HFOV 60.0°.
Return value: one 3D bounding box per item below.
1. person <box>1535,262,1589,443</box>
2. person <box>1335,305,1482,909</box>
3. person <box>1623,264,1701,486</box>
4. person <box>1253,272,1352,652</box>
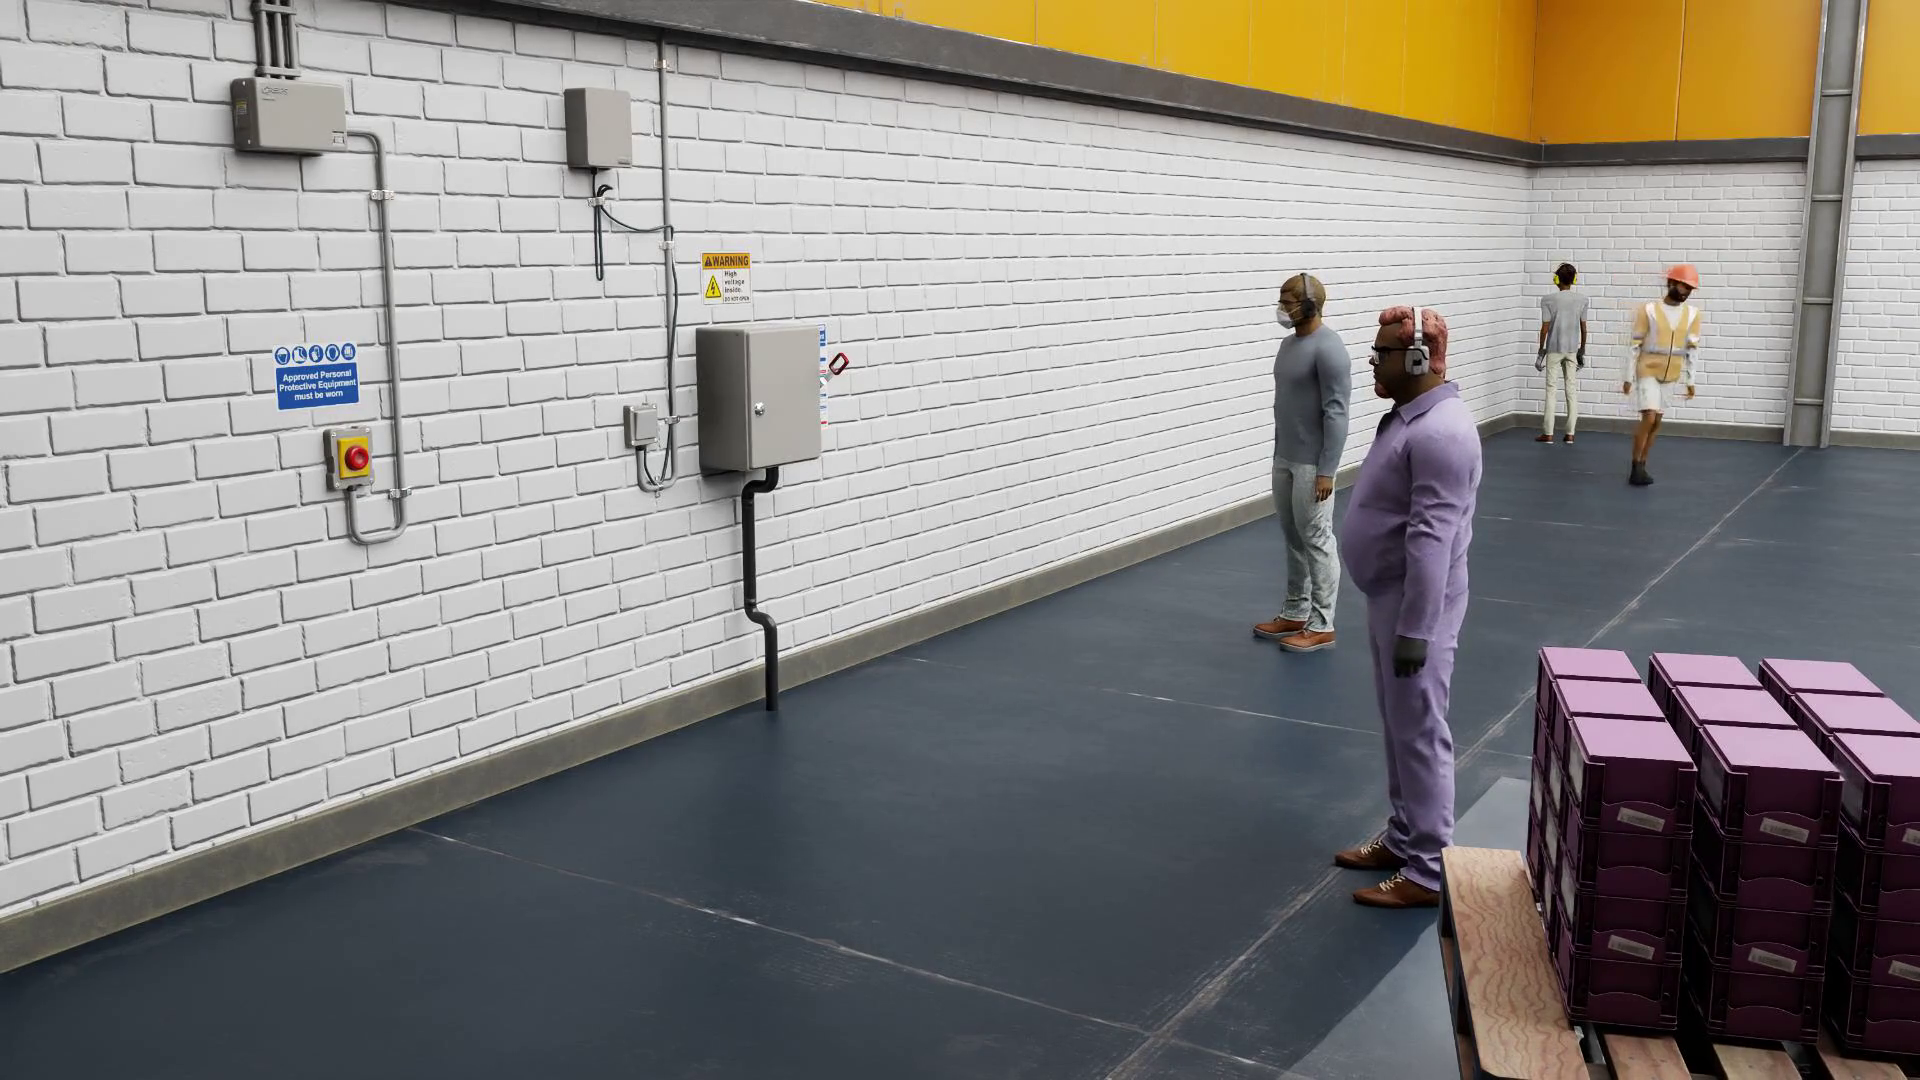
[{"bbox_3d":[6.226,-1.924,17.231,0.513,1.862,0.328,0,10,-1],"label":"person"},{"bbox_3d":[1.412,0.210,5.312,0.403,1.900,0.645,1,10,6],"label":"person"},{"bbox_3d":[6.012,-1.405,14.249,0.581,1.894,0.604,-1,10,-5],"label":"person"},{"bbox_3d":[1.774,-0.396,8.549,0.352,1.936,0.635,-2,11,-13],"label":"person"}]
